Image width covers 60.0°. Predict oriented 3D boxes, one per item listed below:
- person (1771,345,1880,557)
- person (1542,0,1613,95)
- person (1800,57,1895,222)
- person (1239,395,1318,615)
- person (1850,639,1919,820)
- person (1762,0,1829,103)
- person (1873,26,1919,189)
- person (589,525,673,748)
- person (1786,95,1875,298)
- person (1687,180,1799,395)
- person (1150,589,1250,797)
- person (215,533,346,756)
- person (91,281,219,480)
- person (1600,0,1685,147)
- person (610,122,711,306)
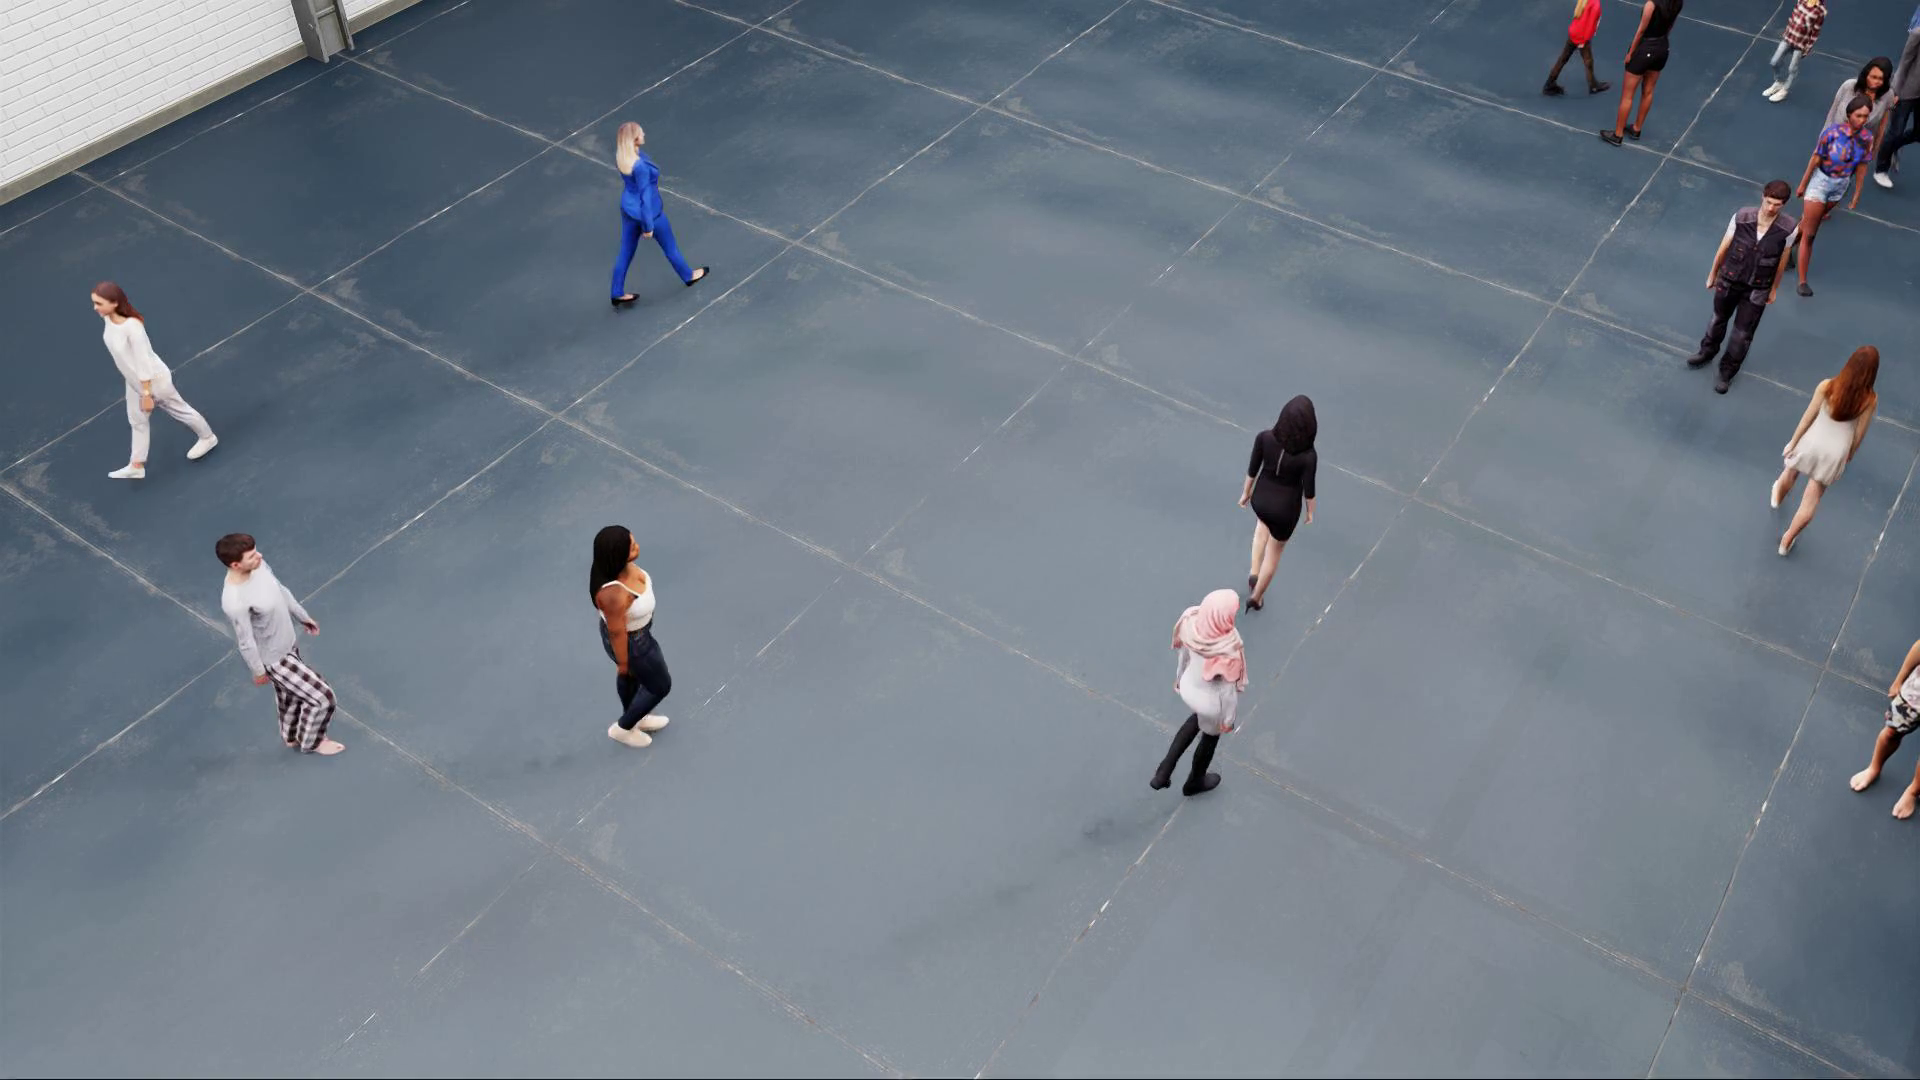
[{"bbox_3d":[5.979,-0.586,11.548,0.654,1.691,0.972,21,47,21],"label":"person"},{"bbox_3d":[6.095,-4.987,16.489,0.884,1.248,0.864,-4,44,-4],"label":"person"},{"bbox_3d":[7.905,-3.604,14.788,0.722,1.591,0.788,15,46,16],"label":"person"},{"bbox_3d":[2.043,-0.152,11.023,0.630,1.788,0.614,27,50,26],"label":"person"},{"bbox_3d":[5.845,0.909,9.893,0.648,1.809,0.721,-32,52,-29],"label":"person"},{"bbox_3d":[8.333,-4.960,16.424,0.651,1.300,0.628,-19,47,-19],"label":"person"},{"bbox_3d":[8.665,-4.117,15.144,0.899,1.844,0.953,-2,44,-2],"label":"person"},{"bbox_3d":[-2.127,0.619,10.206,0.854,1.798,0.796,-10,45,-11],"label":"person"},{"bbox_3d":[7.291,-2.989,14.063,0.994,1.702,1.176,2,44,2],"label":"person"},{"bbox_3d":[6.148,-2.057,12.992,0.697,1.829,0.806,27,50,25],"label":"person"},{"bbox_3d":[1.384,0.967,9.845,0.859,1.791,0.769,-25,49,-24],"label":"person"},{"bbox_3d":[-4.261,0.657,10.140,0.875,1.834,0.815,-6,44,-6],"label":"person"},{"bbox_3d":[-5.910,-1.229,12.255,0.618,1.648,1.023,27,50,25],"label":"person"},{"bbox_3d":[6.497,-4.576,15.702,0.610,1.739,0.720,-18,47,-18],"label":"person"},{"bbox_3d":[-2.712,-2.646,13.737,1.194,1.655,0.852,-29,51,-27],"label":"person"}]
